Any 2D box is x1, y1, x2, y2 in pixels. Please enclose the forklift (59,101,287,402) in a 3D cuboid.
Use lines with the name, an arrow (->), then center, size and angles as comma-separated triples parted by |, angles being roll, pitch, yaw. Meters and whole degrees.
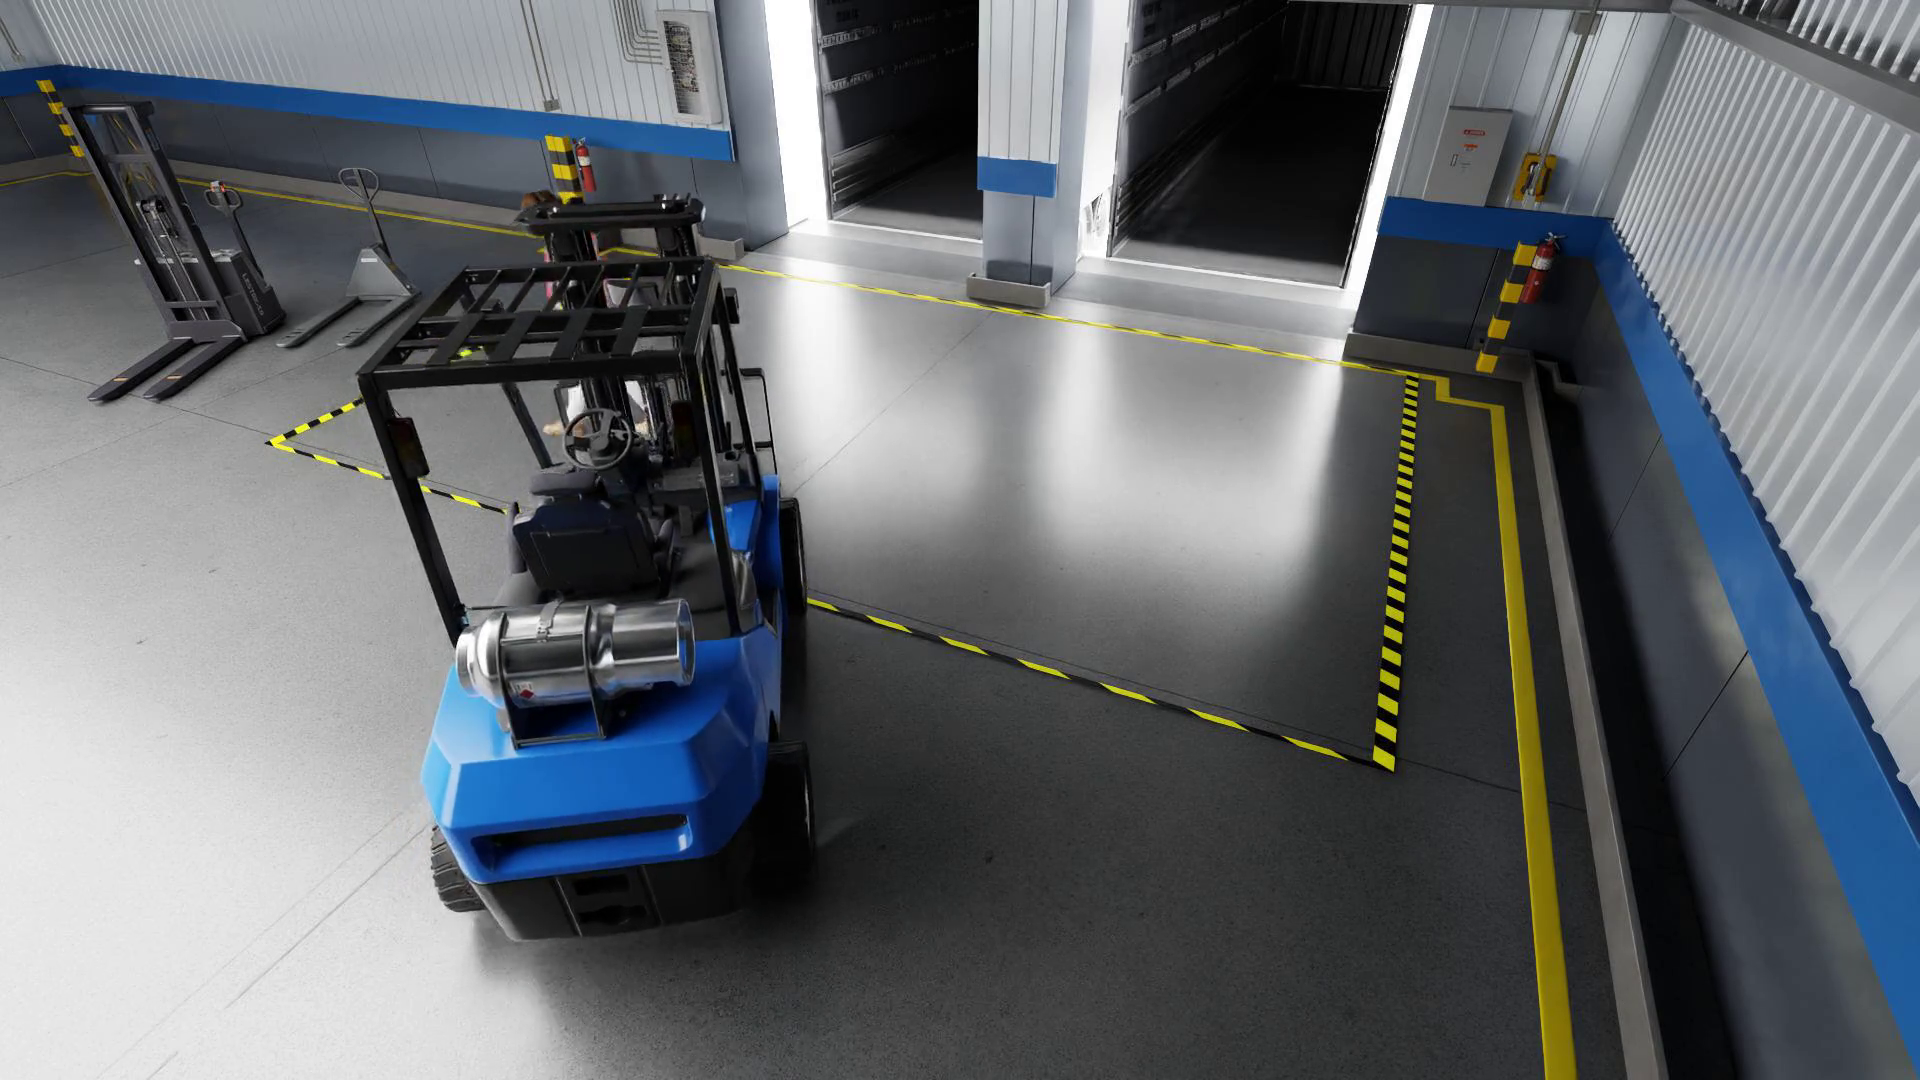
forklift -> -6.686, -2.387, 7.434 | 0.823, 1.965, 1.885 | -3, 35, -5

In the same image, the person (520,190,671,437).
person -> -2.602, -1.497, 6.339 | 0.899, 1.791, 0.648 | -13, 37, -18

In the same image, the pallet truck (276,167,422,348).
pallet truck -> -5.732, -2.611, 8.414 | 0.680, 1.201, 1.601 | -1, 35, -1

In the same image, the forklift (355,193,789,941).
forklift -> -1.408, -0.093, 3.843 | 1.157, 2.036, 2.680 | -5, 35, -7
